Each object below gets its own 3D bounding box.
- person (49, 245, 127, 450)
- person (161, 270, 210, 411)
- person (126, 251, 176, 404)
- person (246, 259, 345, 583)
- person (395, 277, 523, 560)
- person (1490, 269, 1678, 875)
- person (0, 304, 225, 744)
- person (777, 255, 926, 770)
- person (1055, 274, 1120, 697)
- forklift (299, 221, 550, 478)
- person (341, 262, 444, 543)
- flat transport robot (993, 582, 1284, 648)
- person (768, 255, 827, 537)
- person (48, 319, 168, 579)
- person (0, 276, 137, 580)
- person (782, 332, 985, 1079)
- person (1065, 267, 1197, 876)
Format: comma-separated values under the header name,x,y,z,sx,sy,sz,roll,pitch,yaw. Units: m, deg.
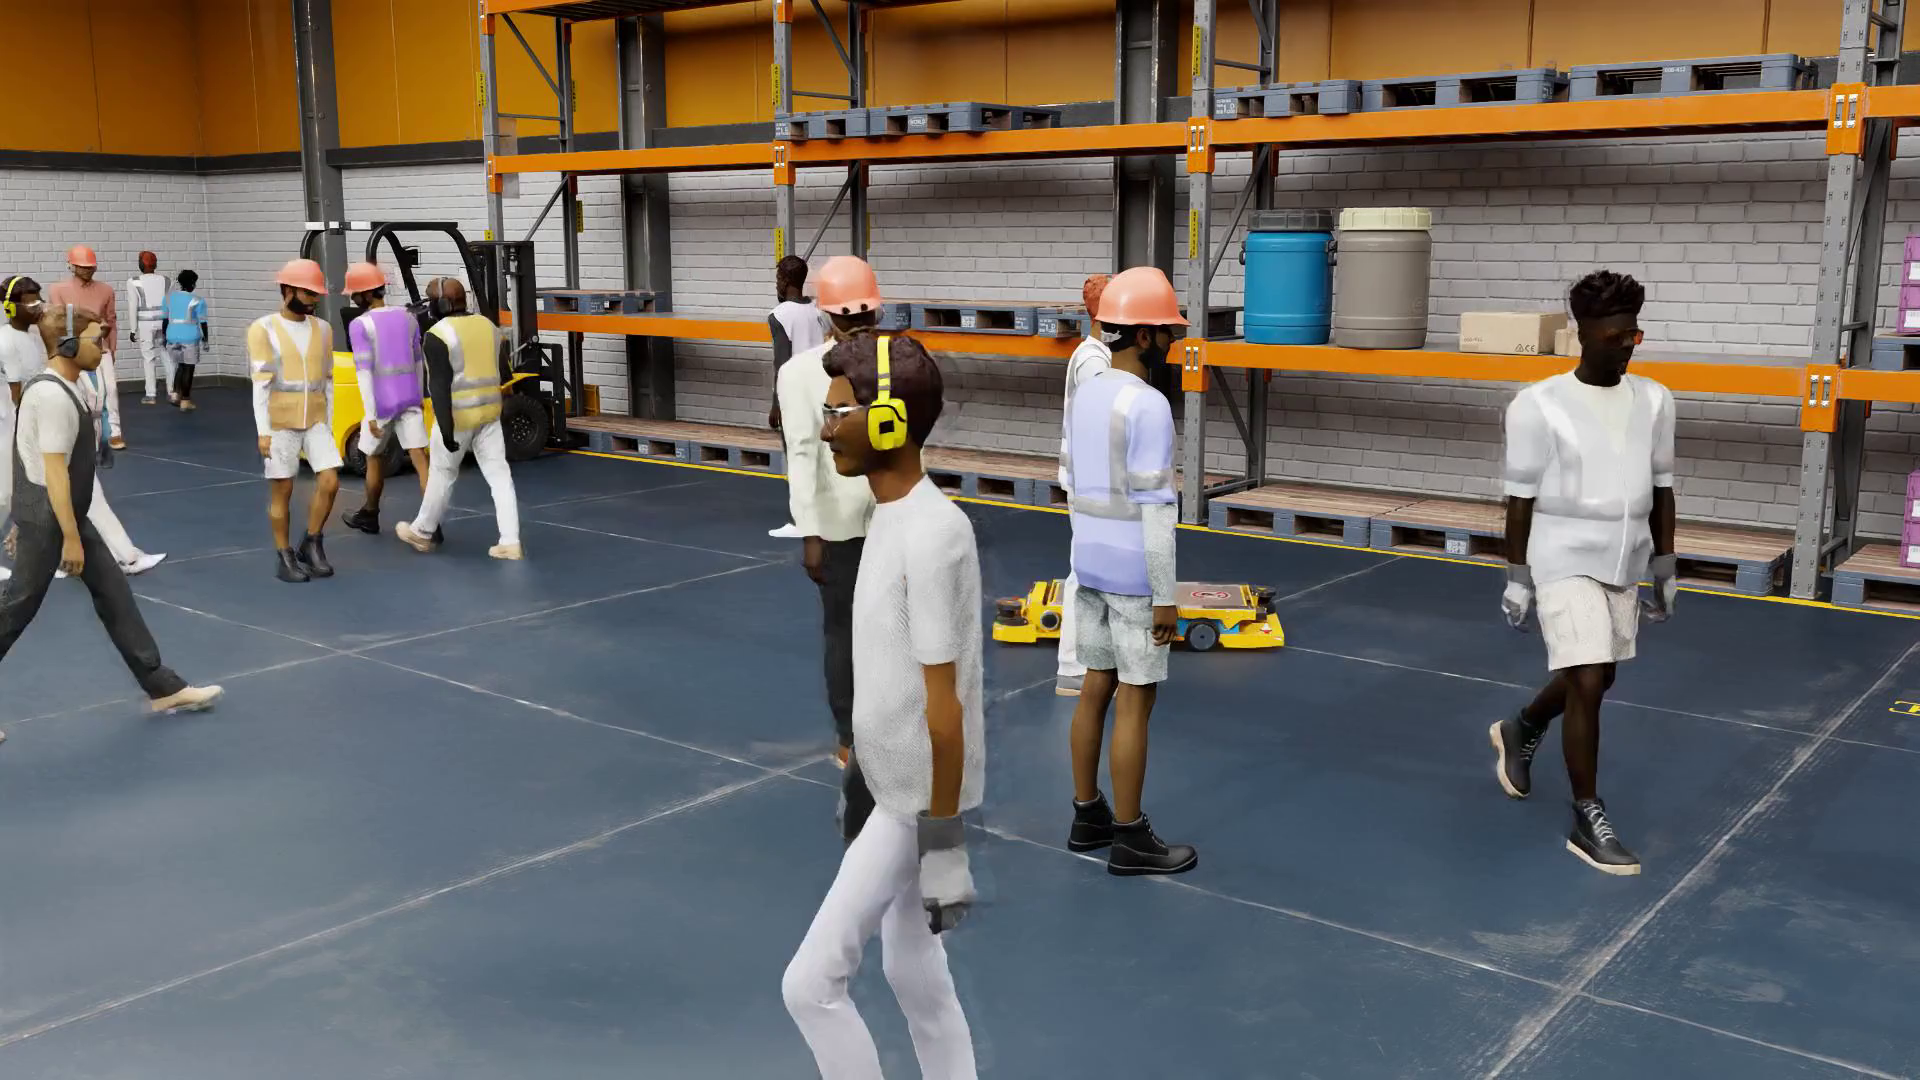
name,x,y,z,sx,sy,sz,roll,pitch,yaw
person,-8.326,-1.815,15.894,0.623,1.956,0.830,-9,13,-40
person,-9.181,-2.364,19.743,0.559,1.664,0.420,1,10,7
person,-10.004,-2.629,20.637,0.348,1.882,0.584,10,14,43
person,-3.917,-0.690,9.812,0.455,1.909,0.579,9,14,41
person,-3.206,-0.775,10.616,0.987,1.780,0.642,7,12,32
person,2.081,0.060,5.614,0.611,1.937,0.895,-3,11,-16
person,-3.705,-0.070,6.800,1.088,1.776,0.531,-4,11,-21
person,-0.372,-0.058,6.153,0.623,1.965,0.438,-6,12,-30
person,0.612,-0.239,7.431,0.340,1.876,0.575,1,10,7
forklift,-4.922,-1.741,14.854,1.214,2.155,2.313,8,13,38
person,-3.823,-0.923,11.206,0.995,1.872,0.656,9,13,40
flat transport robot,0.910,0.366,8.506,1.431,0.197,0.652,1,10,6
person,-1.094,-0.970,11.342,0.399,1.920,0.590,5,12,28
person,-5.203,-0.539,9.871,0.894,1.575,0.572,-1,10,-4
person,-5.484,-0.642,9.829,0.955,1.809,0.560,-3,11,-16
person,-0.191,0.520,3.294,0.626,1.843,0.550,-1,10,-5
person,0.547,0.105,5.337,0.359,1.938,0.547,-5,11,-25
